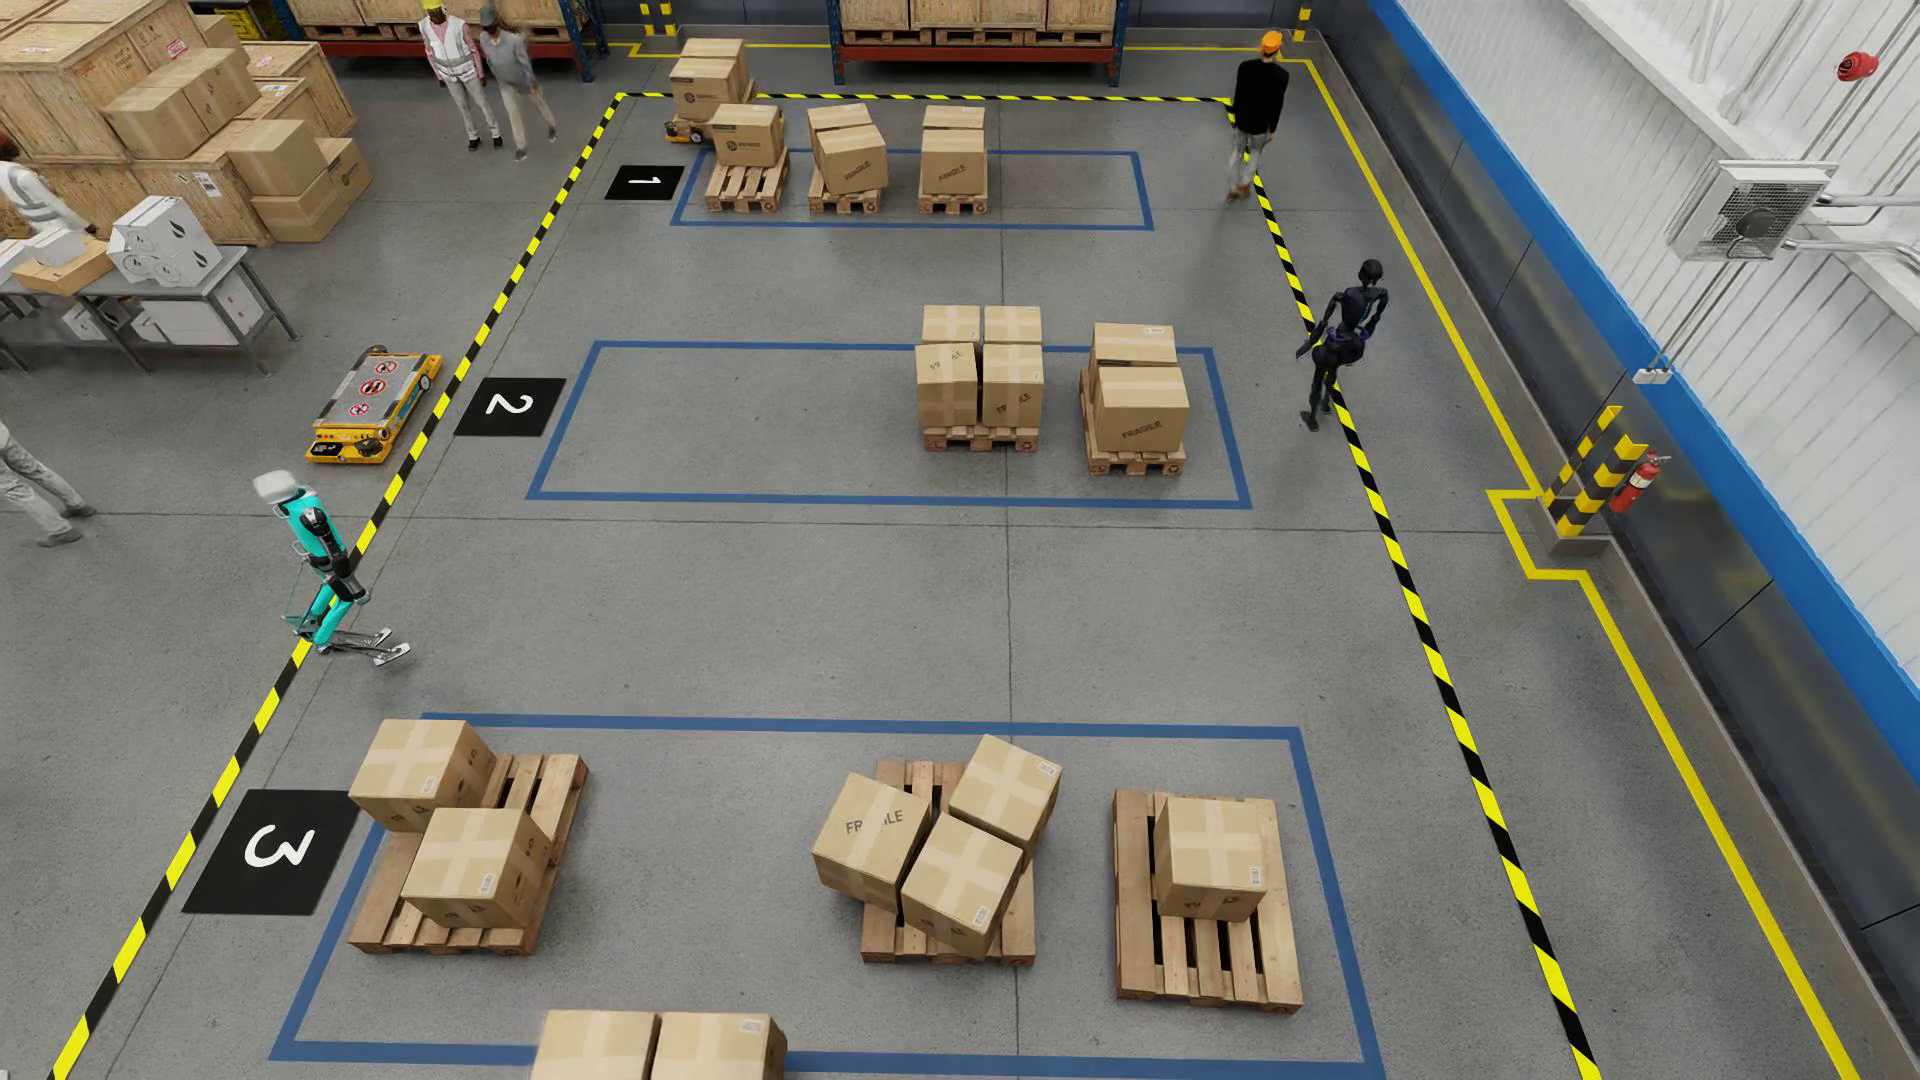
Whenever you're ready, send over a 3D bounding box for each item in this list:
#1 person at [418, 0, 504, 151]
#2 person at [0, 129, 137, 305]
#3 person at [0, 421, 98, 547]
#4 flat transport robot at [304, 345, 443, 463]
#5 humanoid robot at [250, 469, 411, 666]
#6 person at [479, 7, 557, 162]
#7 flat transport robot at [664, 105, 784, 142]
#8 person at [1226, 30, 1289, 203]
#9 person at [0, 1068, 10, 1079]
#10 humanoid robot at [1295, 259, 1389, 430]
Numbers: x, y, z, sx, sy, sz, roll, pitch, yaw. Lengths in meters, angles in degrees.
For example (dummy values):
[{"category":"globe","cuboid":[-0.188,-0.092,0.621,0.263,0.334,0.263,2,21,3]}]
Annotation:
[{"category":"person","cuboid":[-6.094,-5.686,11.150,0.590,1.837,0.404,-6,50,-5]},{"category":"person","cuboid":[-8.839,-3.178,9.009,0.666,1.862,0.478,20,53,16]},{"category":"person","cuboid":[-7.403,-0.713,6.878,0.411,1.941,0.612,-8,50,-7]},{"category":"flat transport robot","cuboid":[-5.383,-1.269,8.441,0.659,0.231,1.431,1,50,1]},{"category":"humanoid robot","cuboid":[-4.295,0.305,6.062,0.533,1.672,0.735,33,57,25]},{"category":"person","cuboid":[-5.397,-5.603,11.158,0.571,1.709,0.904,2,50,1]},{"category":"flat transport robot","cuboid":[-3.071,-5.441,11.953,1.431,0.197,0.652,1,50,1]},{"category":"person","cuboid":[3.296,-4.718,10.313,0.579,1.865,0.439,22,53,18]},{"category":"person","cuboid":[-5.197,2.652,4.100,0.598,1.828,0.759,-1,50,-1]},{"category":"humanoid robot","cuboid":[3.235,-1.690,7.875,0.599,1.652,0.458,-8,50,-6]}]
